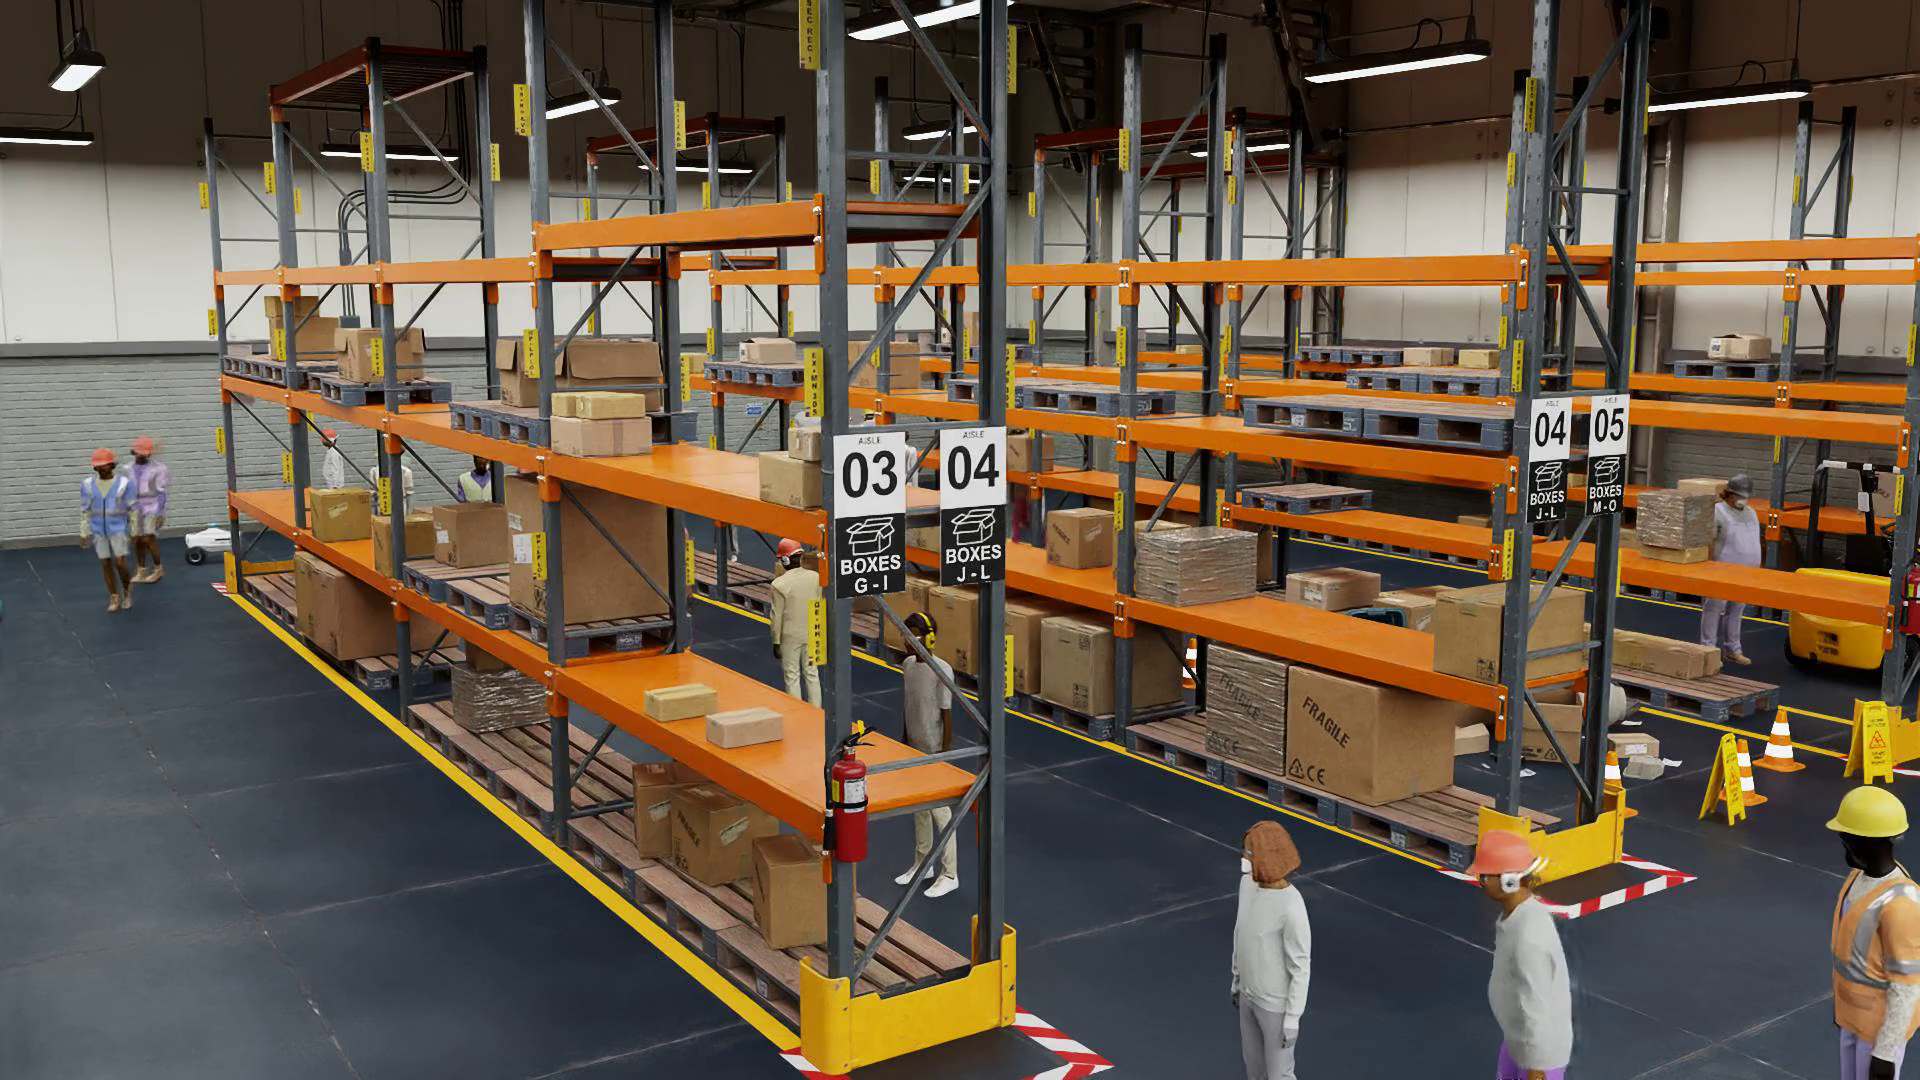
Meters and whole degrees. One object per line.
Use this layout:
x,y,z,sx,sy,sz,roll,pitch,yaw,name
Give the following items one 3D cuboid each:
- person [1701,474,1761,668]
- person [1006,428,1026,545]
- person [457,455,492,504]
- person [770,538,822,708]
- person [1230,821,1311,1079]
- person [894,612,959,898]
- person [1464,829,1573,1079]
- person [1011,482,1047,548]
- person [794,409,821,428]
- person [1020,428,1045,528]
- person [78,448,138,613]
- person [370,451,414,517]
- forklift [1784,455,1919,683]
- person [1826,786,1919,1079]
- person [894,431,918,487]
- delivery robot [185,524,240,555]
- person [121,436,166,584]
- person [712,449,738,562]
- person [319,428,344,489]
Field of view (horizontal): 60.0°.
8.055,0.309,17.304,0.677,2.000,0.536,-3,9,-20,person
0.790,-0.781,25.279,0.599,1.837,0.653,-2,9,-16,person
-6.093,-0.214,21.200,0.589,1.916,0.389,-4,9,-24,person
-1.471,0.840,14.794,0.551,1.735,0.380,-8,11,-42,person
1.335,2.019,7.267,0.265,1.632,0.508,-3,9,-20,person
-0.220,1.379,10.805,0.328,1.861,0.503,-7,11,-38,person
2.409,2.045,6.854,0.682,1.712,0.581,1,9,10,person
0.978,-0.647,24.703,0.807,1.734,0.529,-3,9,-19,person
-2.828,-1.784,31.710,0.639,1.902,0.406,1,9,8,person
1.191,-1.091,27.332,0.628,1.837,0.429,6,10,35,person
-10.311,-0.111,20.149,0.614,2.021,0.460,-1,9,-8,person
-7.568,-0.362,22.158,0.589,1.924,0.384,1,9,6,person
9.643,0.253,17.172,2.313,2.155,1.214,-6,10,-33,forklift
3.704,1.945,6.799,0.383,1.923,0.589,2,9,14,person
-0.889,-0.796,25.206,0.575,1.880,0.358,4,10,27,person
-10.742,0.008,23.923,0.707,0.478,0.477,-3,9,-21,delivery robot
-10.803,-0.389,22.067,0.667,2.003,0.537,1,9,8,person
-3.393,-0.498,23.992,0.512,1.645,0.307,1,9,8,person
-9.945,-0.902,26.362,0.348,1.743,0.566,-4,9,-23,person
